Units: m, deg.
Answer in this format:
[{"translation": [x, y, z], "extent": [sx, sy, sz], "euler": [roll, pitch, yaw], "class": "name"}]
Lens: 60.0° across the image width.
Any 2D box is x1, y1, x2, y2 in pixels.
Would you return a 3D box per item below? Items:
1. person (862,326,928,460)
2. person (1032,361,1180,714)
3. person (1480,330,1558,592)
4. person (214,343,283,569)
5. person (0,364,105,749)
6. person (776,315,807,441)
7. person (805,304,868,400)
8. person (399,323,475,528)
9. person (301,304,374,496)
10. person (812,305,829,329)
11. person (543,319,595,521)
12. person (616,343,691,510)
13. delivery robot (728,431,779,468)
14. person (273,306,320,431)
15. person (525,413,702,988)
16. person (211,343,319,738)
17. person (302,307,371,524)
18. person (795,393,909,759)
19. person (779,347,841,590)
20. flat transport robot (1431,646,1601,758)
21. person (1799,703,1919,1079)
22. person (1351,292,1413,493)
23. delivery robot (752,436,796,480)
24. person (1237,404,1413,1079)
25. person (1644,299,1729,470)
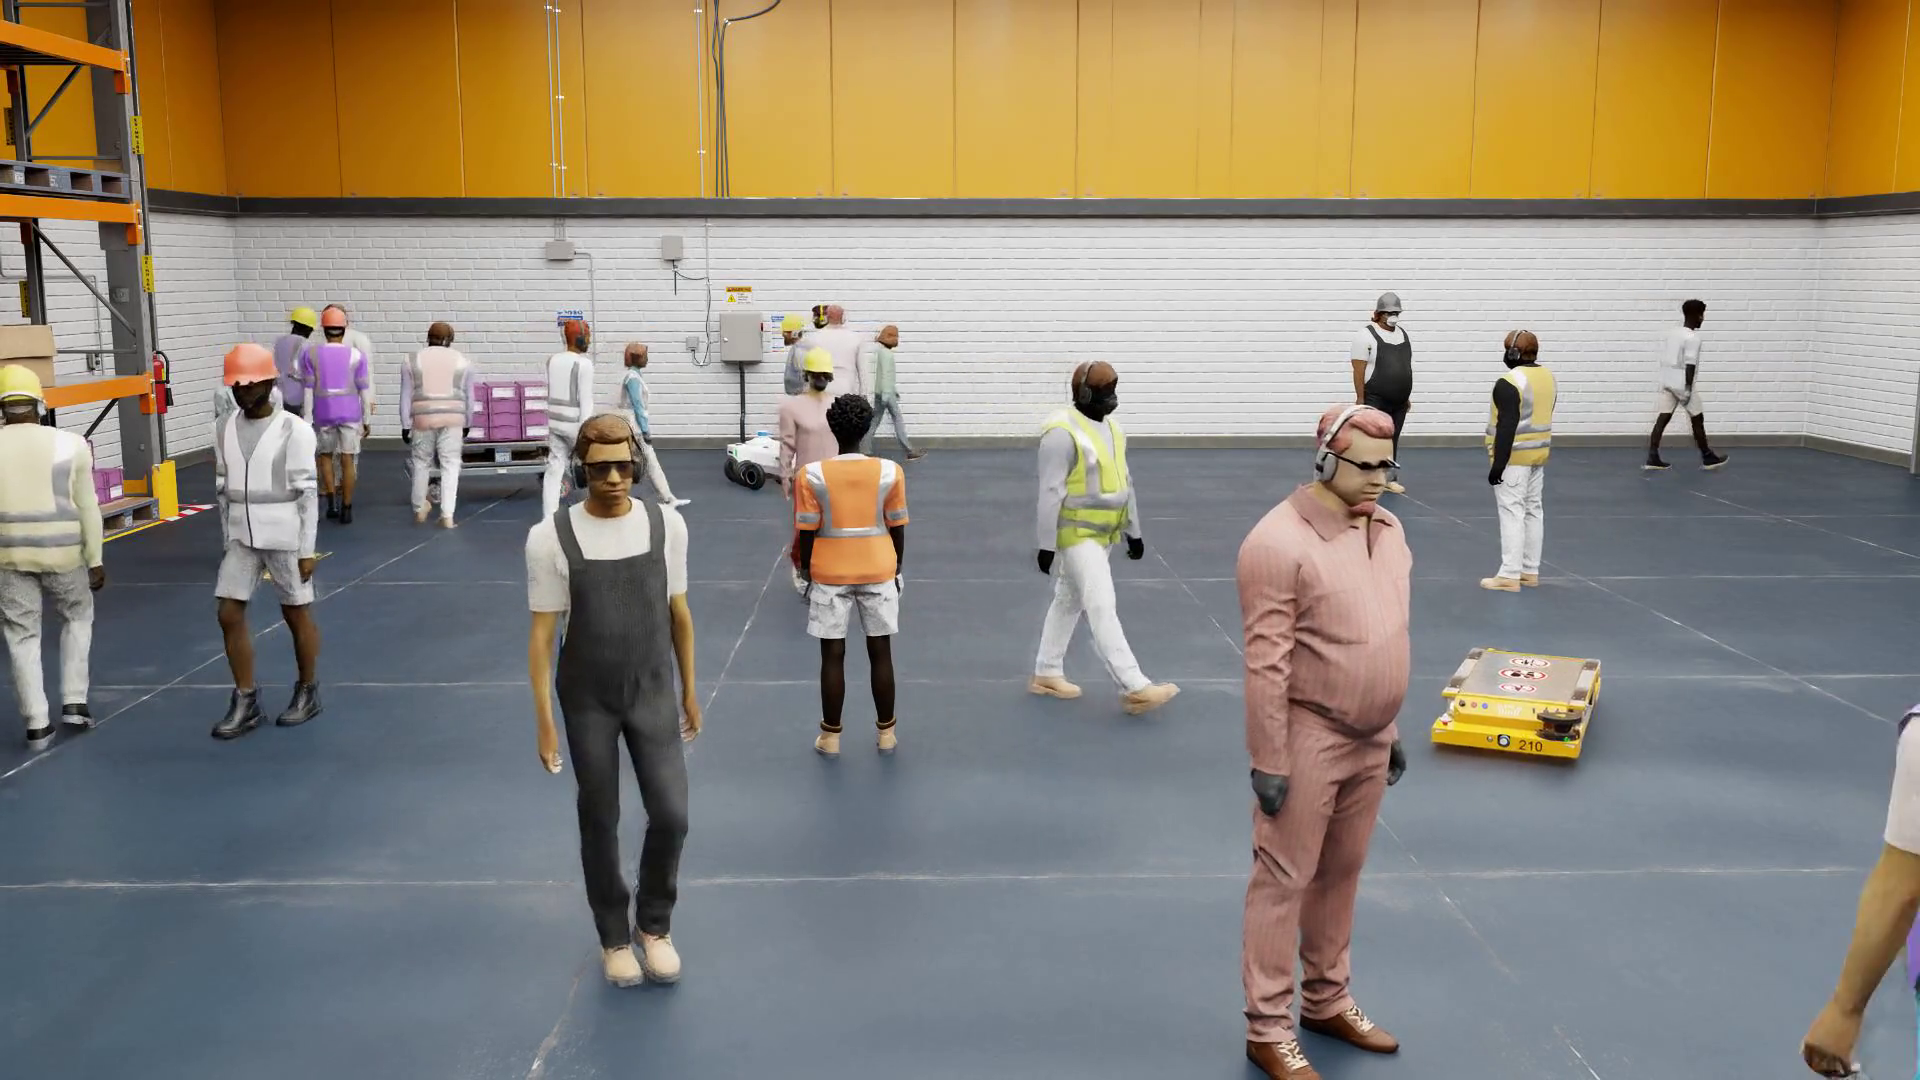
[{"translation": [-0.782, -1.715, 19.570], "extent": [0.822, 1.592, 0.517], "euler": [-2, 9, -11], "class": "person"}, {"translation": [0.742, -0.016, 8.556], "extent": [0.941, 1.791, 0.657], "euler": [6, 11, 32], "class": "person"}, {"translation": [3.929, -0.559, 11.749], "extent": [0.625, 1.843, 0.430], "euler": [-8, 12, -40], "class": "person"}, {"translation": [-5.225, -0.594, 12.340], "extent": [0.497, 1.706, 0.761], "euler": [-7, 11, -36], "class": "person"}, {"translation": [-4.427, 0.069, 7.966], "extent": [0.617, 1.810, 0.552], "euler": [-3, 10, -20], "class": "person"}, {"translation": [-1.804, -1.634, 18.612], "extent": [1.042, 1.756, 0.615], "euler": [0, 9, 0], "class": "person"}, {"translation": [-1.355, -1.631, 18.187], "extent": [0.688, 1.886, 0.412], "euler": [-1, 9, -7], "class": "person"}, {"translation": [-4.638, -1.025, 14.788], "extent": [0.647, 1.790, 0.829], "euler": [-3, 10, -17], "class": "person"}, {"translation": [-6.186, -1.376, 16.506], "extent": [0.698, 1.925, 0.479], "euler": [2, 10, 13], "class": "person"}, {"translation": [-1.593, -1.787, 19.242], "extent": [0.396, 1.853, 0.537], "euler": [1, 9, 3], "class": "person"}, {"translation": [-3.212, -0.935, 14.064], "extent": [0.596, 1.836, 0.974], "euler": [5, 11, 30], "class": "person"}, {"translation": [-2.946, -1.008, 15.280], "extent": [0.864, 1.590, 0.537], "euler": [-1, 9, -9], "class": "person"}, {"translation": [-2.076, -0.912, 17.559], "extent": [0.707, 0.478, 0.477], "euler": [-4, 10, -21], "class": "delivery robot"}, {"translation": [-6.794, -1.444, 17.036], "extent": [0.721, 1.888, 0.481], "euler": [6, 11, 32], "class": "person"}, {"translation": [-1.055, 0.519, 5.168], "extent": [0.552, 1.827, 0.493], "euler": [-4, 10, -22], "class": "person"}, {"translation": [-3.390, 0.010, 8.044], "extent": [0.573, 1.906, 0.746], "euler": [2, 9, 11], "class": "person"}, {"translation": [-5.548, -1.103, 14.829], "extent": [0.579, 1.921, 0.452], "euler": [-3, 10, -19], "class": "person"}, {"translation": [-0.500, 0.172, 7.710], "extent": [0.533, 1.697, 0.319], "euler": [-2, 9, -12], "class": "person"}, {"translation": [-0.952, -0.426, 11.212], "extent": [0.528, 1.753, 0.504], "euler": [-3, 10, -15], "class": "person"}, {"translation": [2.813, 0.783, 8.324], "extent": [0.652, 0.197, 1.431], "euler": [4, 10, 24], "class": "flat transport robot"}, {"translation": [1.907, 0.856, 3.113], "extent": [0.576, 1.826, 0.509], "euler": [-5, 11, -29], "class": "person"}, {"translation": [4.291, -1.470, 16.725], "extent": [0.688, 2.000, 0.535], "euler": [-4, 10, -24], "class": "person"}, {"translation": [-1.797, -0.826, 17.033], "extent": [0.707, 0.478, 0.477], "euler": [8, 12, 39], "class": "delivery robot"}, {"translation": [1.052, 0.566, 4.674], "extent": [0.644, 1.902, 0.400], "euler": [-8, 12, -40], "class": "person"}, {"translation": [8.234, -1.743, 18.771], "extent": [0.968, 1.919, 0.633], "euler": [-2, 9, -10], "class": "person"}]
